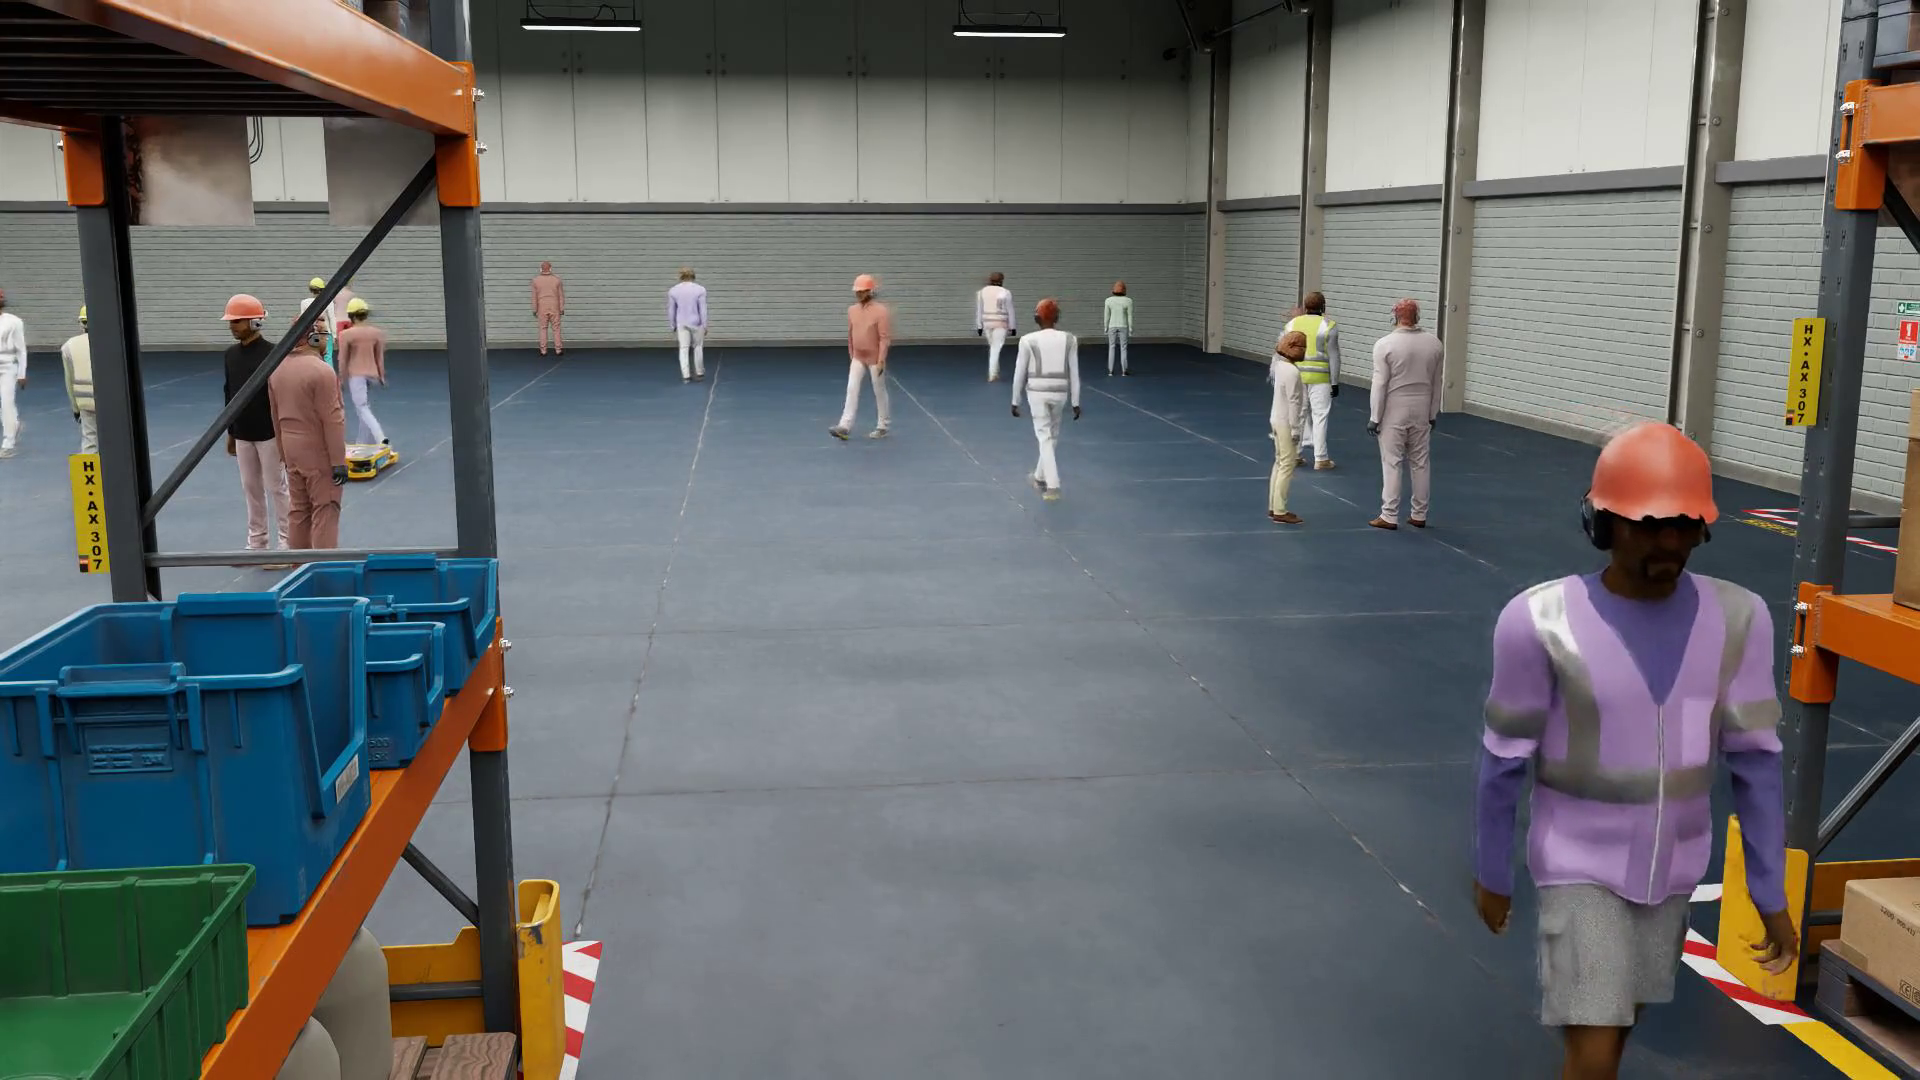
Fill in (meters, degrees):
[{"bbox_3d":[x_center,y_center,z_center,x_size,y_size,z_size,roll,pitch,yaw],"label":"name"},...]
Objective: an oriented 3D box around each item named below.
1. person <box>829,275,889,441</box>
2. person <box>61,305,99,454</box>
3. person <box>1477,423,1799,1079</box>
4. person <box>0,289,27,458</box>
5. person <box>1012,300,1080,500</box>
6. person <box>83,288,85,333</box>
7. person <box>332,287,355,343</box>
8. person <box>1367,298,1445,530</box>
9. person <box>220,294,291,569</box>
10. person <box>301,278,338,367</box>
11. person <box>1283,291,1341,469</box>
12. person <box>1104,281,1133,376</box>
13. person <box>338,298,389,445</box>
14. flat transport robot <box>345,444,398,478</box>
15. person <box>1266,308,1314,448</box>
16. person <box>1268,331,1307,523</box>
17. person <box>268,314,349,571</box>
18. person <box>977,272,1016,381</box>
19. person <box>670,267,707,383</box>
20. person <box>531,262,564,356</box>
[{"bbox_3d":[-1.144,-2.131,19.601,0.651,1.943,0.994,6,12,31],"label":"person"},{"bbox_3d":[-7.747,-1.236,15.021,0.597,1.830,0.404,1,10,8],"label":"person"},{"bbox_3d":[1.505,0.757,3.632,0.616,2.002,0.968,-1,10,-6],"label":"person"},{"bbox_3d":[-10.501,-1.841,18.229,0.603,1.871,0.540,1,10,3],"label":"person"},{"bbox_3d":[0.795,-1.311,15.463,0.597,1.826,1.025,-3,11,-18],"label":"person"},{"bbox_3d":[-12.181,-2.794,23.555,0.590,1.836,0.404,7,13,36],"label":"person"},{"bbox_3d":[-11.204,-3.932,30.054,0.691,1.745,0.536,8,13,39],"label":"person"},{"bbox_3d":[3.645,-1.033,13.724,0.642,1.902,0.399,-3,11,-17],"label":"person"},{"bbox_3d":[-5.101,-0.778,12.062,0.621,1.992,0.397,5,11,26],"label":"person"},{"bbox_3d":[-10.003,-3.206,26.003,0.533,1.768,0.310,-1,10,-3],"label":"person"},{"bbox_3d":[3.673,-1.655,17.294,0.633,1.842,0.429,9,13,39],"label":"person"},{"bbox_3d":[2.758,-3.668,28.907,0.513,1.631,0.293,3,11,14],"label":"person"},{"bbox_3d":[-6.601,-1.814,18.455,0.811,1.740,0.527,8,13,37],"label":"person"},{"bbox_3d":[-6.222,-0.814,16.990,0.652,0.197,1.431,-1,10,-7],"label":"flat transport robot"},{"bbox_3d":[3.839,-1.874,19.170,0.527,1.589,0.859,-7,12,-32],"label":"person"},{"bbox_3d":[2.761,-0.951,14.027,0.276,1.624,0.512,-1,10,-3],"label":"person"},{"bbox_3d":[-4.301,-0.564,11.135,0.652,1.906,0.402,7,13,35],"label":"person"},{"bbox_3d":[0.674,-3.585,27.940,0.647,1.812,0.771,7,12,32],"label":"person"},{"bbox_3d":[-4.475,-3.568,27.623,0.655,1.893,0.975,1,10,6],"label":"person"},{"bbox_3d":[-8.343,-4.681,33.724,0.639,1.902,0.407,-2,11,-11],"label":"person"}]
